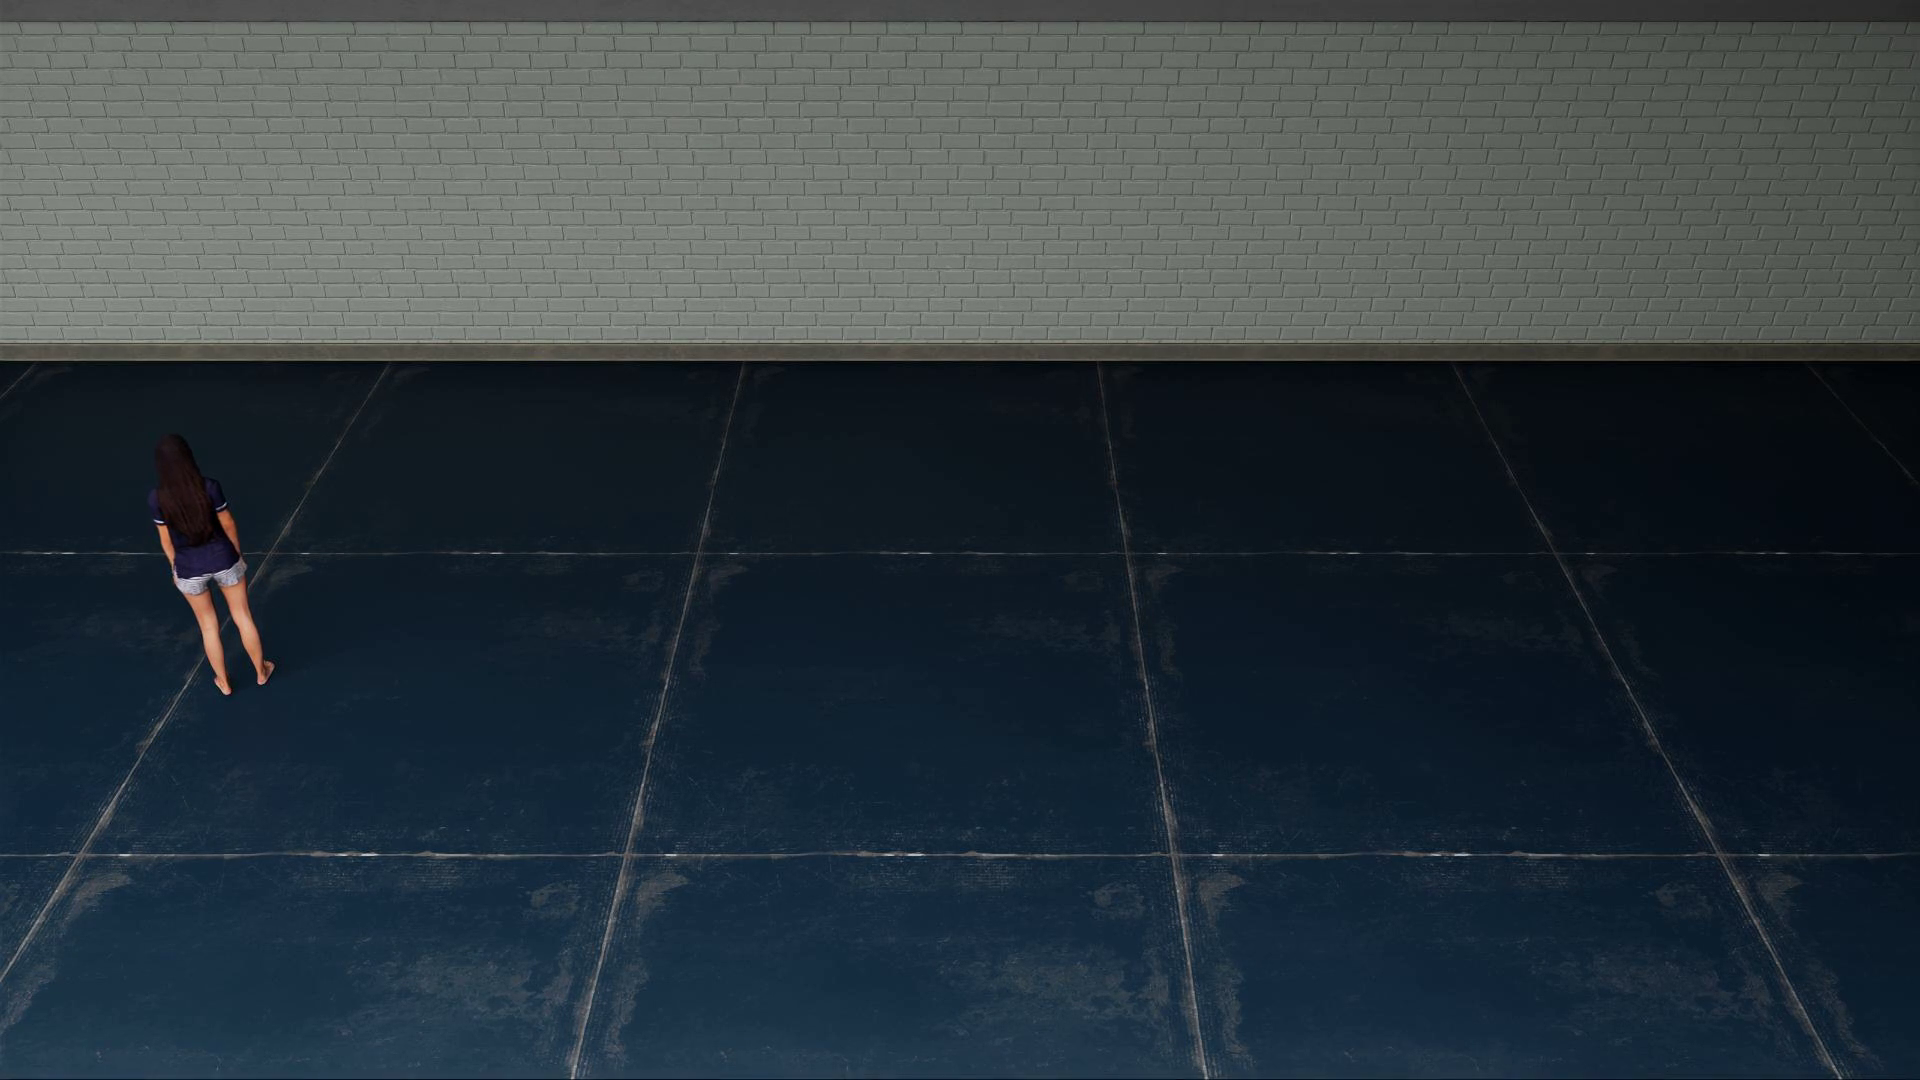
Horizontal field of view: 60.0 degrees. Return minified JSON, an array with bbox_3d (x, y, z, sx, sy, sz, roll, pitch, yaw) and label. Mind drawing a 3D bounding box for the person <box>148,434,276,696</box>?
[{"bbox_3d":[-4.483,0.158,9.912,0.642,1.768,0.644,-14,35,-20],"label":"person"}]
